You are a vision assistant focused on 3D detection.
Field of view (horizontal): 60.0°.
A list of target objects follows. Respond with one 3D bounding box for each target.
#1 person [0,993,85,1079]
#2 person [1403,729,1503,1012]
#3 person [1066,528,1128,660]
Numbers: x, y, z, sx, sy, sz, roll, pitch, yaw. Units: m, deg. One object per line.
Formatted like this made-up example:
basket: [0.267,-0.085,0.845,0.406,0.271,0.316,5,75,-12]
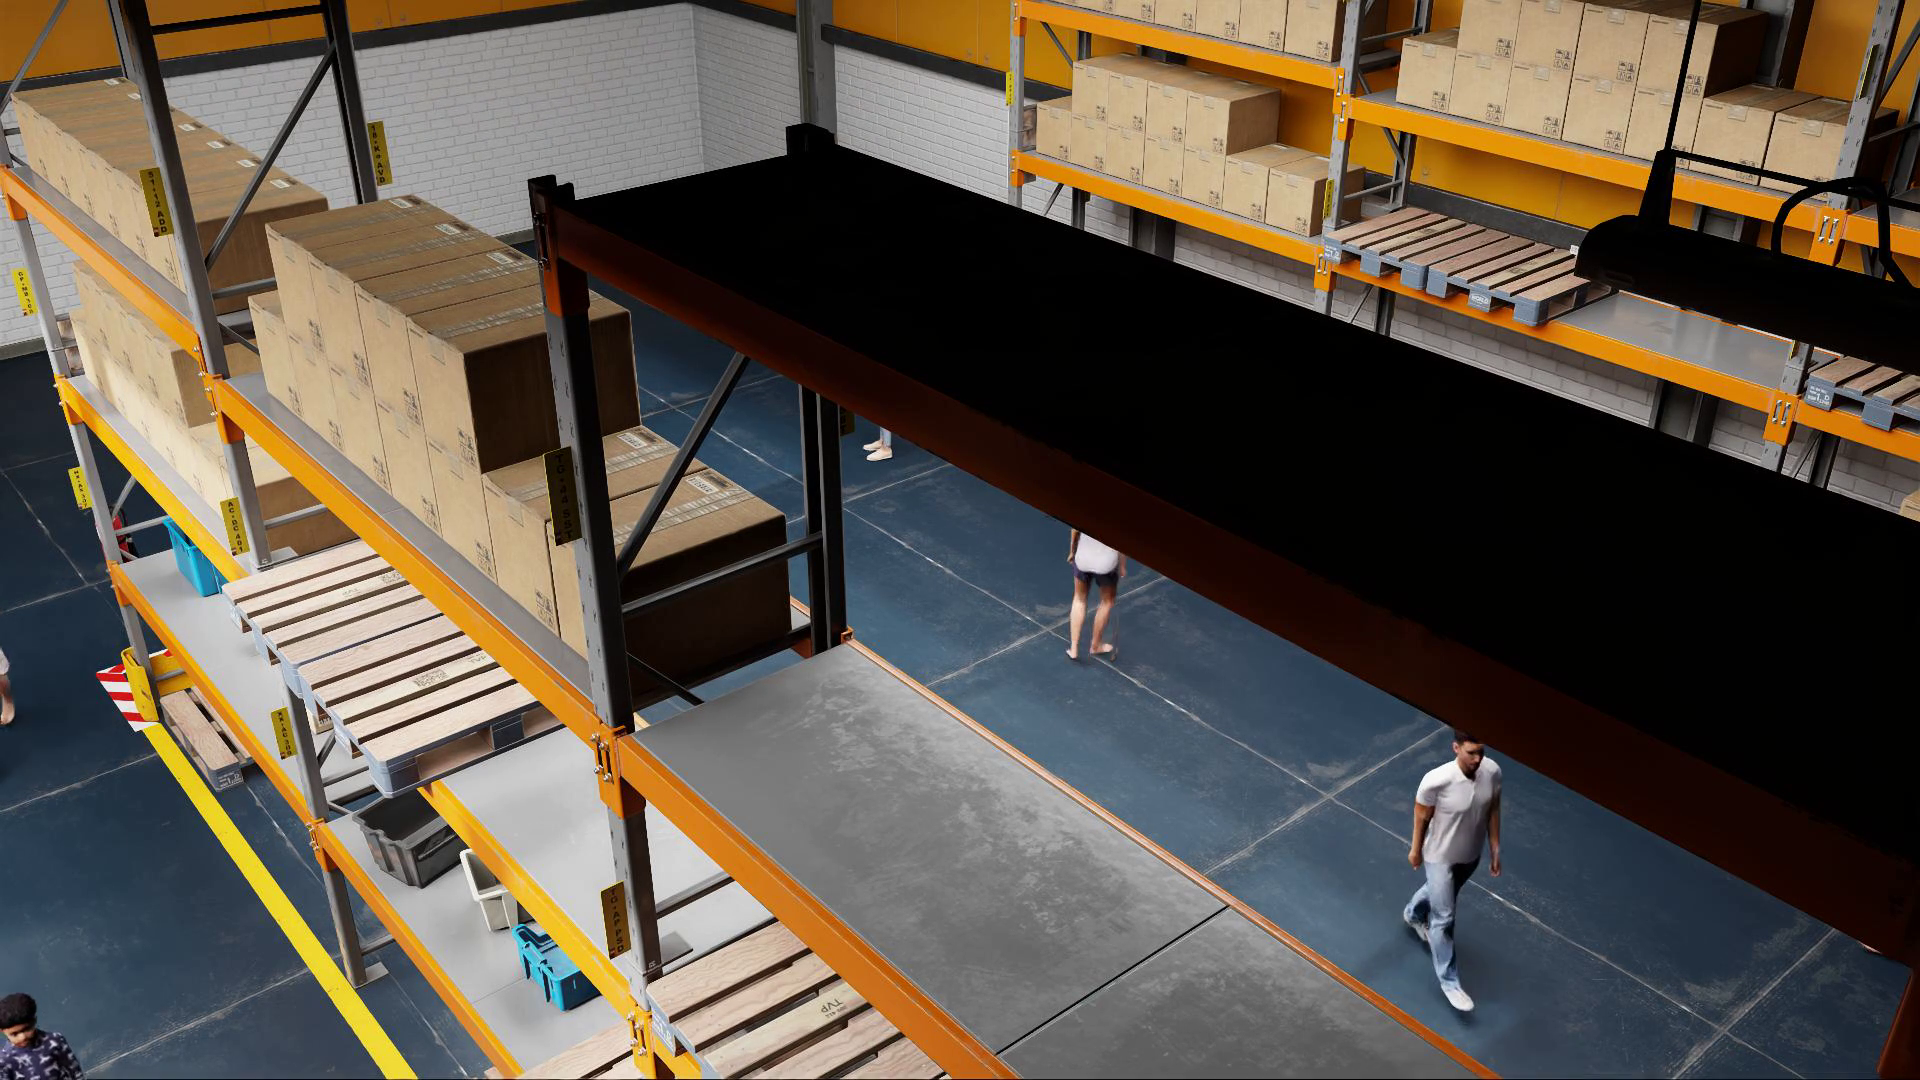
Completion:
person: [-4.878,2.891,8.856,0.499,1.222,0.850,-21,35,-33]
person: [2.975,1.847,10.152,0.944,1.815,1.243,-10,30,-17]
person: [1.102,0.217,13.273,0.702,1.687,0.823,4,29,7]
